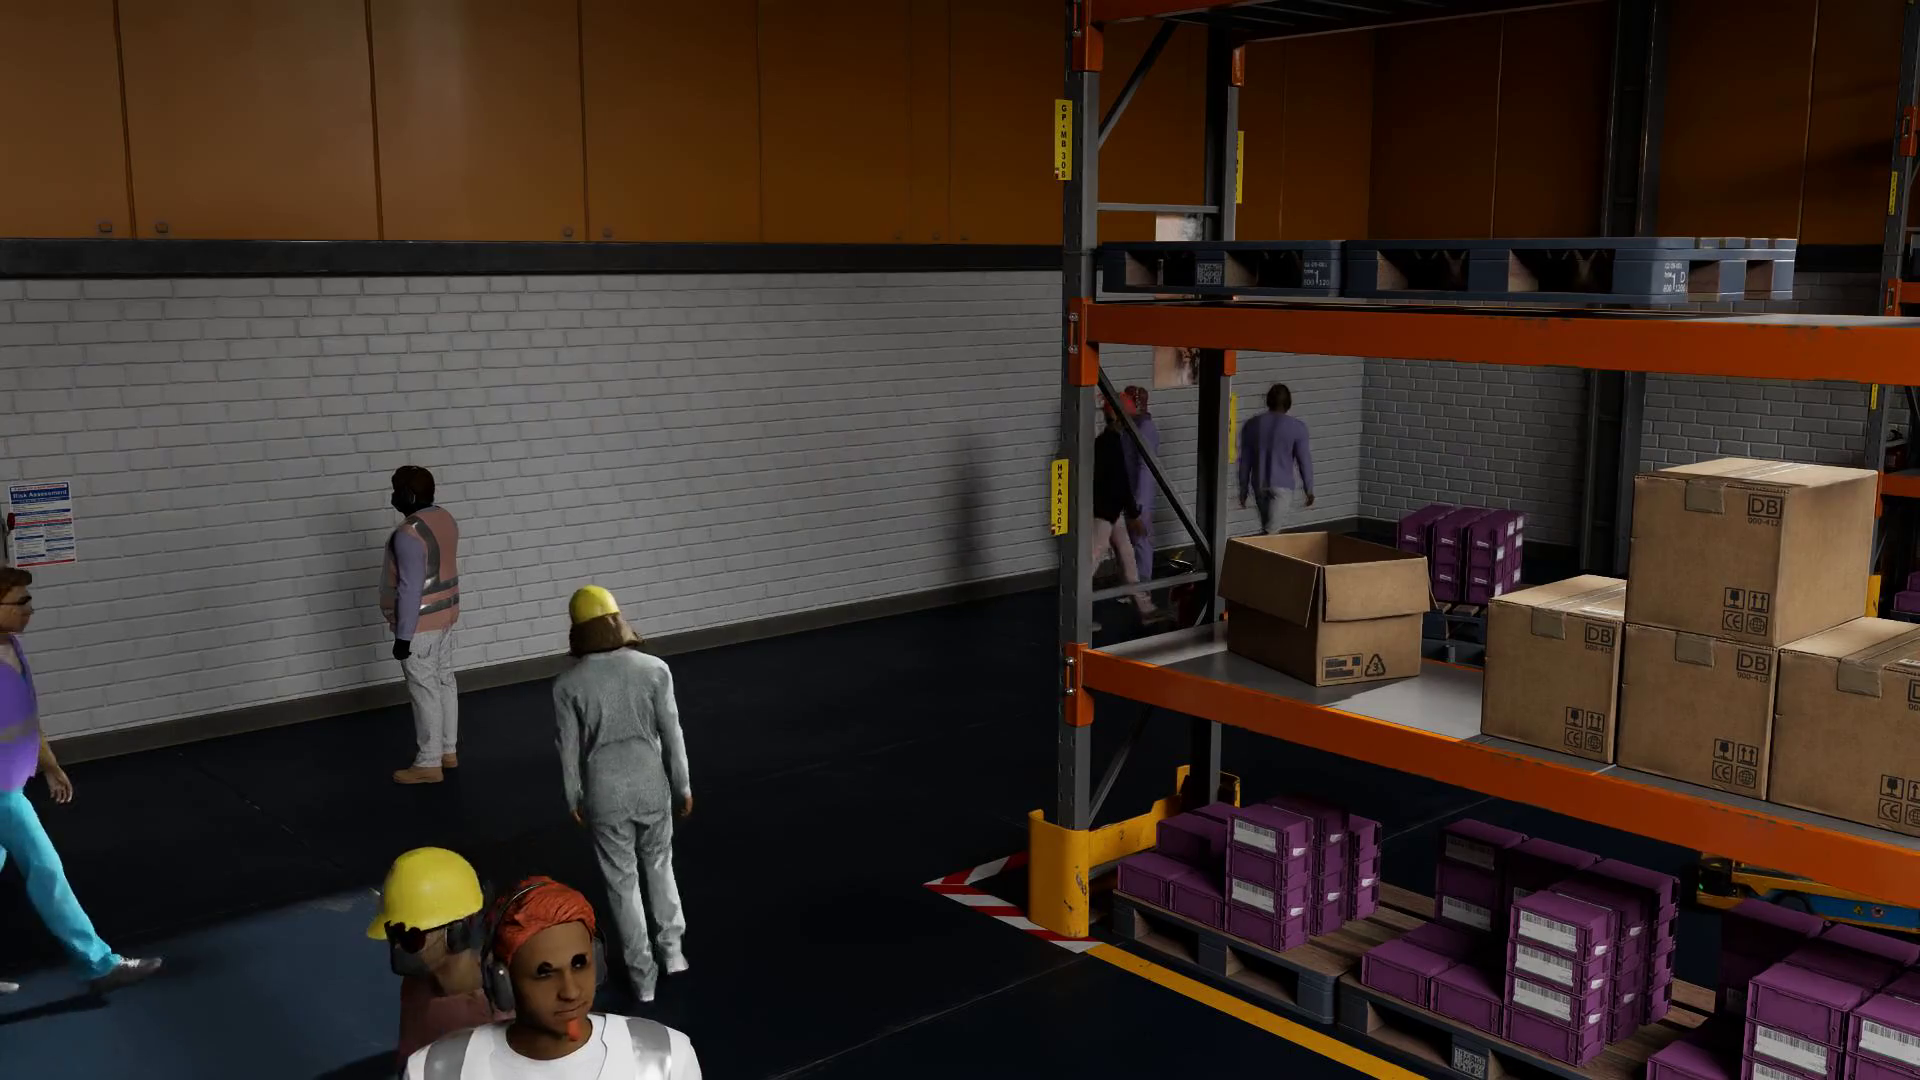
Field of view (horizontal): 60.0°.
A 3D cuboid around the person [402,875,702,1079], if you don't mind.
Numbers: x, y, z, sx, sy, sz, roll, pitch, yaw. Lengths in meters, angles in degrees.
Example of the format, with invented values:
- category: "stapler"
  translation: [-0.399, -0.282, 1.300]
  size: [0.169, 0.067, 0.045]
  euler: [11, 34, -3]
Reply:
- category: "person"
  translation: [-0.773, 1.559, 3.209]
  size: [0.584, 1.883, 0.345]
  euler: [-2, 10, -11]

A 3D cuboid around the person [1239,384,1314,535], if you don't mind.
- category: "person"
  translation: [2.882, -0.462, 15.059]
  size: [0.645, 1.868, 1.042]
  euler: [8, 12, 38]

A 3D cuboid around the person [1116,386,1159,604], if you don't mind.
- category: "person"
  translation: [1.522, -0.398, 14.597]
  size: [0.405, 1.910, 0.636]
  euler: [0, 10, 0]

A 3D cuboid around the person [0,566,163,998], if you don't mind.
- category: "person"
  translation: [-3.761, 0.994, 6.735]
  size: [0.926, 1.798, 0.587]
  euler: [-3, 10, -18]

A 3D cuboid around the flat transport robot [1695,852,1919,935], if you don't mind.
- category: "flat transport robot"
  translation: [4.190, 1.603, 7.665]
  size: [1.431, 0.197, 0.652]
  euler: [5, 11, 26]

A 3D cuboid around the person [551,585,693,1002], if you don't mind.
- category: "person"
  translation: [-1.381, 1.034, 6.805]
  size: [0.537, 1.697, 0.459]
  euler: [-4, 10, -20]

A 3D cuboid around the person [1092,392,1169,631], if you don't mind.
- category: "person"
  translation: [1.295, -0.213, 13.397]
  size: [0.995, 1.941, 0.623]
  euler: [1, 10, 4]

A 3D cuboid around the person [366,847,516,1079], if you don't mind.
- category: "person"
  translation: [-1.095, 1.525, 3.912]
  size: [0.528, 1.717, 0.921]
  euler: [8, 12, 38]

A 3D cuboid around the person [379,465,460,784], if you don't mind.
- category: "person"
  translation: [-3.128, 0.484, 9.633]
  size: [0.429, 1.844, 0.623]
  euler: [1, 10, 4]
